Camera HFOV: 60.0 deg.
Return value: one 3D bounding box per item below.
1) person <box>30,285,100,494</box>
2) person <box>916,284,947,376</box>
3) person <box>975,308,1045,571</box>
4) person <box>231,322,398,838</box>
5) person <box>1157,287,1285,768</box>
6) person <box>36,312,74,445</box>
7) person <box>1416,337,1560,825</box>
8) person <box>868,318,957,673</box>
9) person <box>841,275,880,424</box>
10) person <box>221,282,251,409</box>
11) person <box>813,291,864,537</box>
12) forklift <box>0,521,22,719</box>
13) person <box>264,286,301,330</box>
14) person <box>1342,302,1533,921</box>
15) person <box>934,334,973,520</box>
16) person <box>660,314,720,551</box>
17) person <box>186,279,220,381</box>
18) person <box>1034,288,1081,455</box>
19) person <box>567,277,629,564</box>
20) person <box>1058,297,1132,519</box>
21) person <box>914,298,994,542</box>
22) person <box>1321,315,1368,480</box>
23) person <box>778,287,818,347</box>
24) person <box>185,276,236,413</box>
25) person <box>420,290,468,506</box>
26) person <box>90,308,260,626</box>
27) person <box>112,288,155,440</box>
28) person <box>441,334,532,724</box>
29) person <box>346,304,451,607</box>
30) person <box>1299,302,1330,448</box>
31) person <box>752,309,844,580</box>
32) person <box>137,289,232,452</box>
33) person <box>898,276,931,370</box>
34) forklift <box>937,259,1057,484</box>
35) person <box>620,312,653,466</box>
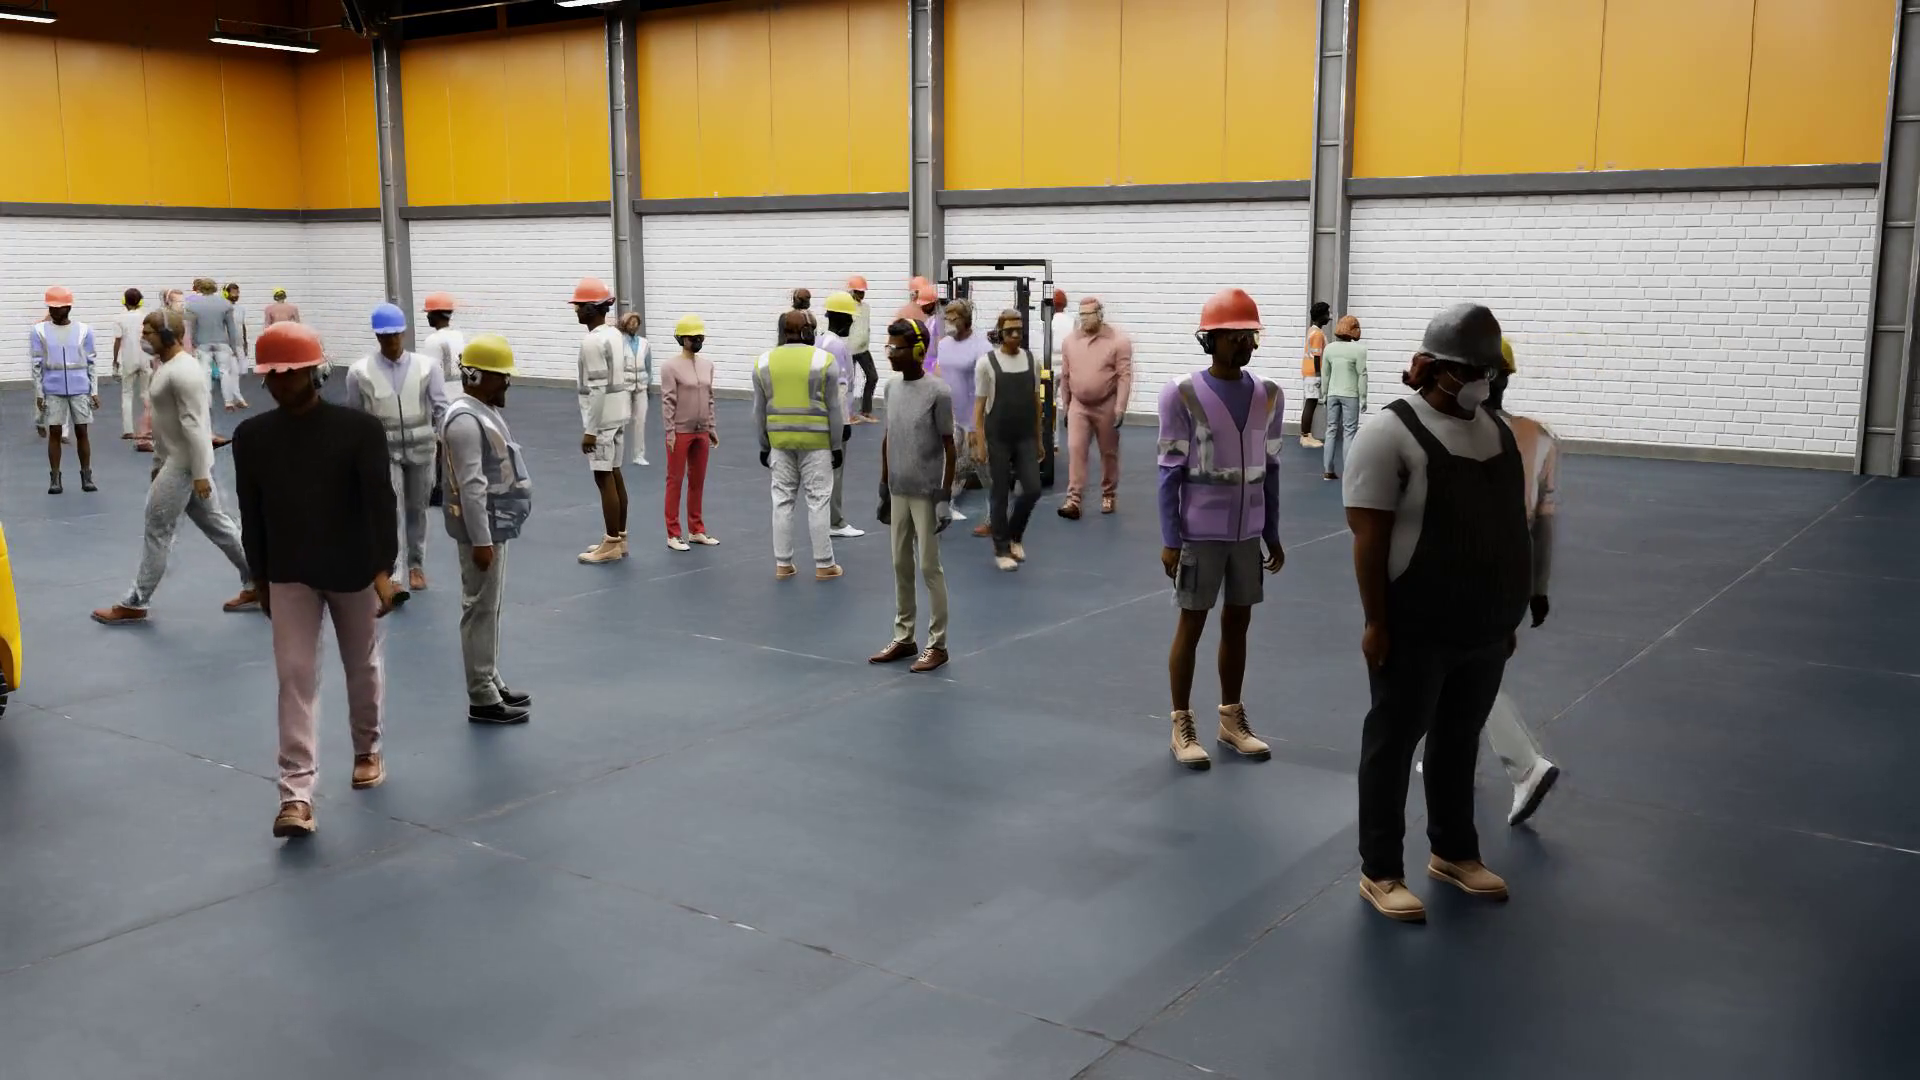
[{"bbox_3d":[-8.324,-1.397,15.503,0.546,1.934,0.376,-5,11,-29],"label":"person"},{"bbox_3d":[-0.302,-1.850,18.270,0.400,1.911,0.569,-2,10,-14],"label":"person"},{"bbox_3d":[0.357,-0.690,11.576,0.542,1.832,0.403,-4,10,-21],"label":"person"},{"bbox_3d":[-2.487,0.126,6.467,0.619,1.935,1.066,-2,10,-10],"label":"person"},{"bbox_3d":[1.133,-0.050,7.141,0.607,2.048,0.369,-4,10,-24],"label":"person"},{"bbox_3d":[-10.719,-1.937,19.645,0.607,1.610,0.523,7,12,34],"label":"person"},{"bbox_3d":[2.095,0.138,6.533,0.605,1.892,0.864,-3,10,-20],"label":"person"},{"bbox_3d":[-0.246,-0.235,8.785,0.533,1.864,0.310,9,13,43],"label":"person"},{"bbox_3d":[-1.320,-2.505,22.001,0.672,1.963,0.645,7,12,37],"label":"person"},{"bbox_3d":[-10.706,-2.852,24.426,0.651,1.847,0.533,5,11,29],"label":"person"},{"bbox_3d":[-0.974,-0.987,13.097,0.383,1.921,0.585,-3,10,-18],"label":"person"},{"bbox_3d":[-5.296,-0.090,6.943,1.214,2.155,2.313,7,12,35],"label":"forklift"},{"bbox_3d":[-11.282,-3.362,27.777,0.620,1.727,0.478,-3,10,-18],"label":"person"},{"bbox_3d":[1.630,0.226,5.515,0.681,2.000,0.538,-5,11,-28],"label":"person"},{"bbox_3d":[-0.064,-0.973,13.903,0.428,1.620,0.559,7,12,36],"label":"person"},{"bbox_3d":[-2.021,-0.810,12.504,0.322,1.769,0.523,7,12,36],"label":"person"},{"bbox_3d":[-13.556,-3.755,29.828,0.392,1.839,0.563,7,12,36],"label":"person"},{"bbox_3d":[1.119,-1.838,18.328,0.583,1.865,0.658,-3,10,-15],"label":"person"},{"bbox_3d":[-2.584,-0.848,11.901,0.385,2.045,0.605,1,10,4],"label":"person"},{"bbox_3d":[1.115,-1.105,13.997,0.649,1.852,0.956,4,10,20],"label":"person"},{"bbox_3d":[-0.006,-0.904,12.734,1.063,1.870,0.636,-9,13,-42],"label":"person"},{"bbox_3d":[3.770,-1.384,16.312,0.270,1.632,0.504,-9,13,-42],"label":"person"},{"bbox_3d":[-2.079,-2.335,21.423,0.463,1.823,0.667,6,11,33],"label":"person"},{"bbox_3d":[-10.620,-2.765,23.637,0.635,1.937,0.352,-4,10,-23],"label":"person"},{"bbox_3d":[-4.415,-1.213,14.487,0.836,1.912,0.553,2,10,13],"label":"person"},{"bbox_3d":[-4.691,-0.451,10.027,1.040,1.887,0.652,-5,11,-28],"label":"person"},{"bbox_3d":[-9.906,-2.112,20.039,0.669,1.843,0.570,9,13,42],"label":"person"},{"bbox_3d":[-2.219,-0.055,7.841,0.403,1.822,0.587,-2,10,-10],"label":"person"},{"bbox_3d":[-3.549,-0.551,10.589,0.610,1.883,1.027,-4,10,-24],"label":"person"},{"bbox_3d":[4.125,-1.914,19.312,0.320,1.689,0.525,1,10,7],"label":"person"},{"bbox_3d":[-1.076,-0.639,11.275,0.620,1.840,0.430,3,10,15],"label":"person"},{"bbox_3d":[-8.895,-1.910,18.828,1.009,1.846,0.678,0,10,2],"label":"person"},{"bbox_3d":[-0.445,-2.209,20.233,0.611,1.964,0.790,-7,12,-35],"label":"person"},{"bbox_3d":[0.370,-1.738,16.759,1.214,2.155,2.313,1,10,3],"label":"forklift"},{"bbox_3d":[-3.488,-1.597,17.582,0.530,1.626,0.437,-8,12,-39],"label":"person"}]
